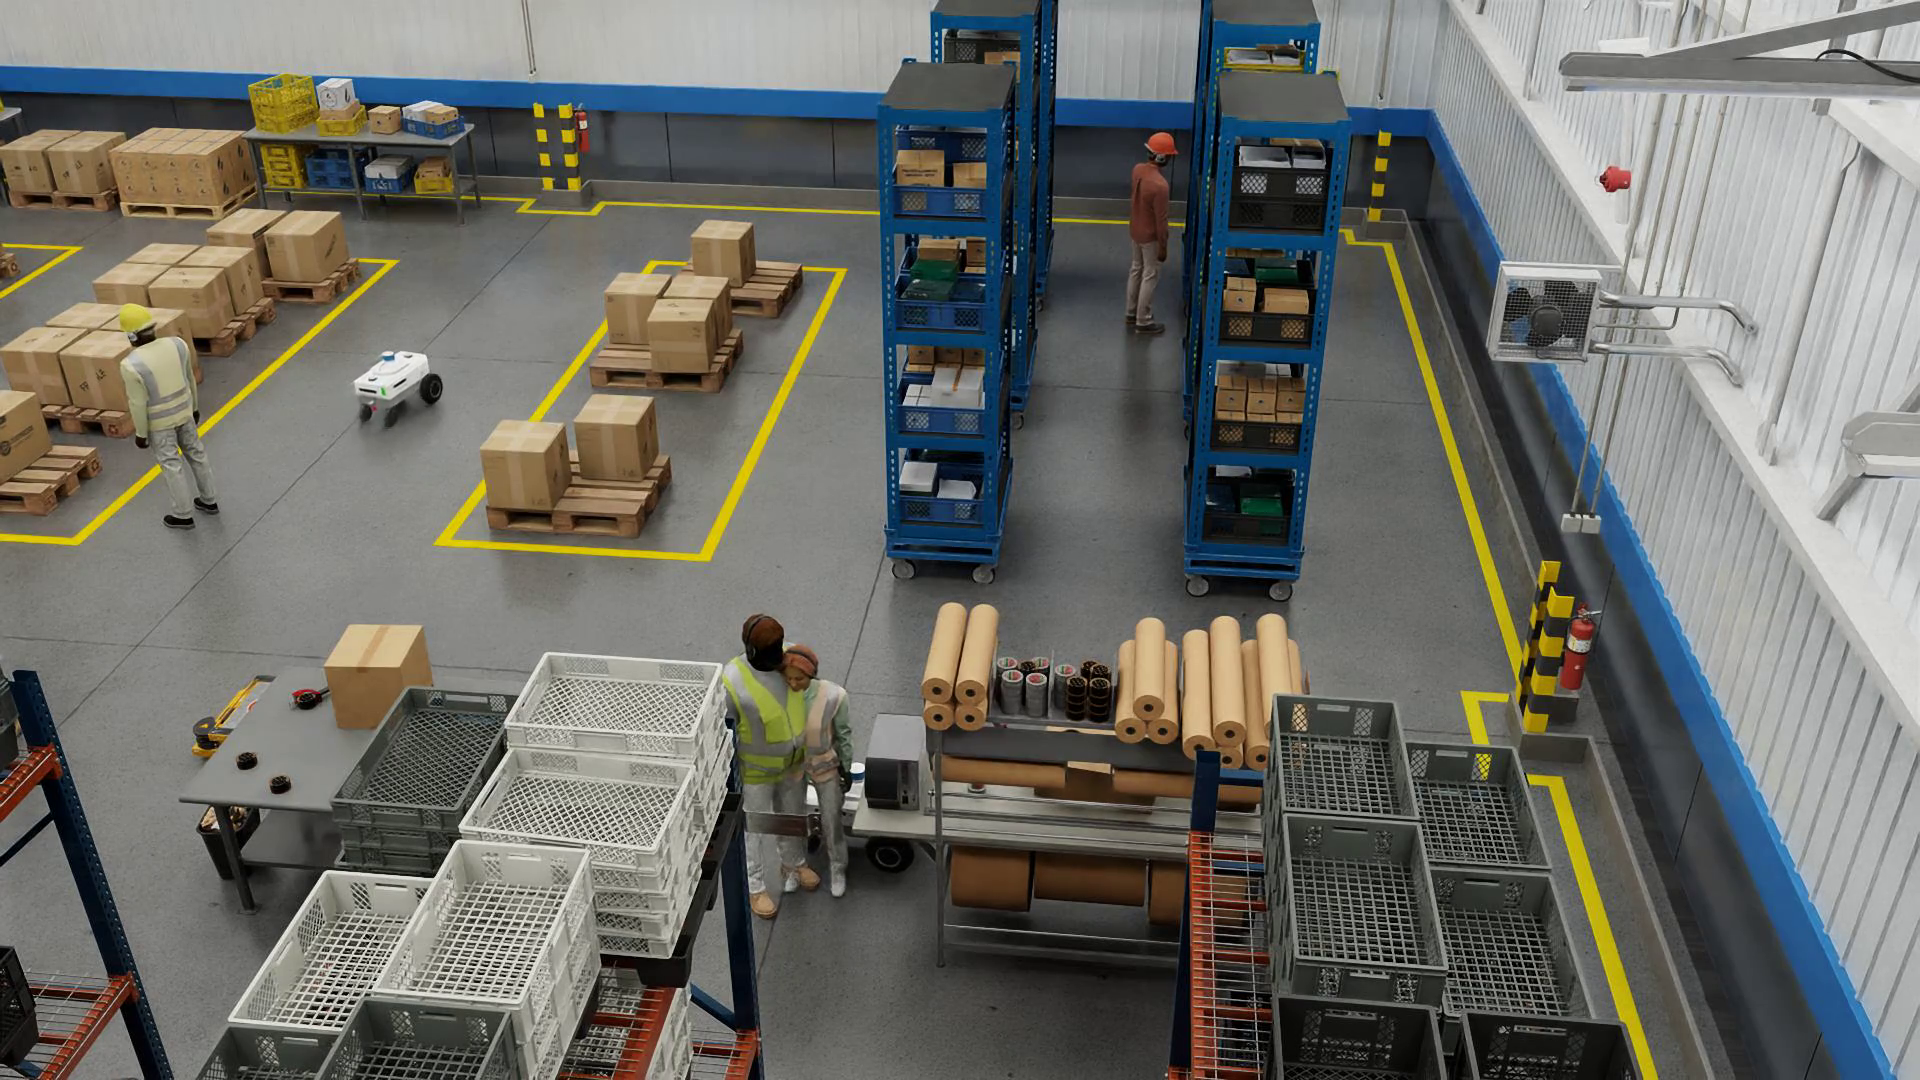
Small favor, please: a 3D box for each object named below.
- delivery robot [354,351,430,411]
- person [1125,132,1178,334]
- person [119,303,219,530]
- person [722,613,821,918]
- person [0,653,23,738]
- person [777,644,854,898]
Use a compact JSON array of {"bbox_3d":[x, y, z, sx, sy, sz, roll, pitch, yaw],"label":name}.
[{"bbox_3d":[-5.028,-1.433,14.738,0.477,0.478,0.707,10,32,17],"label":"delivery robot"},{"bbox_3d":[1.843,-2.951,16.034,0.411,1.980,0.626,-12,32,-20],"label":"person"},{"bbox_3d":[-6.092,-0.953,12.743,0.403,1.832,0.588,14,33,22],"label":"person"},{"bbox_3d":[-1.020,1.198,9.039,0.621,1.845,0.429,-26,39,-37],"label":"person"},{"bbox_3d":[-6.234,0.537,10.316,0.540,1.695,0.317,10,32,17],"label":"person"},{"bbox_3d":[-0.840,1.258,9.144,0.527,1.627,0.320,2,30,4],"label":"person"}]
